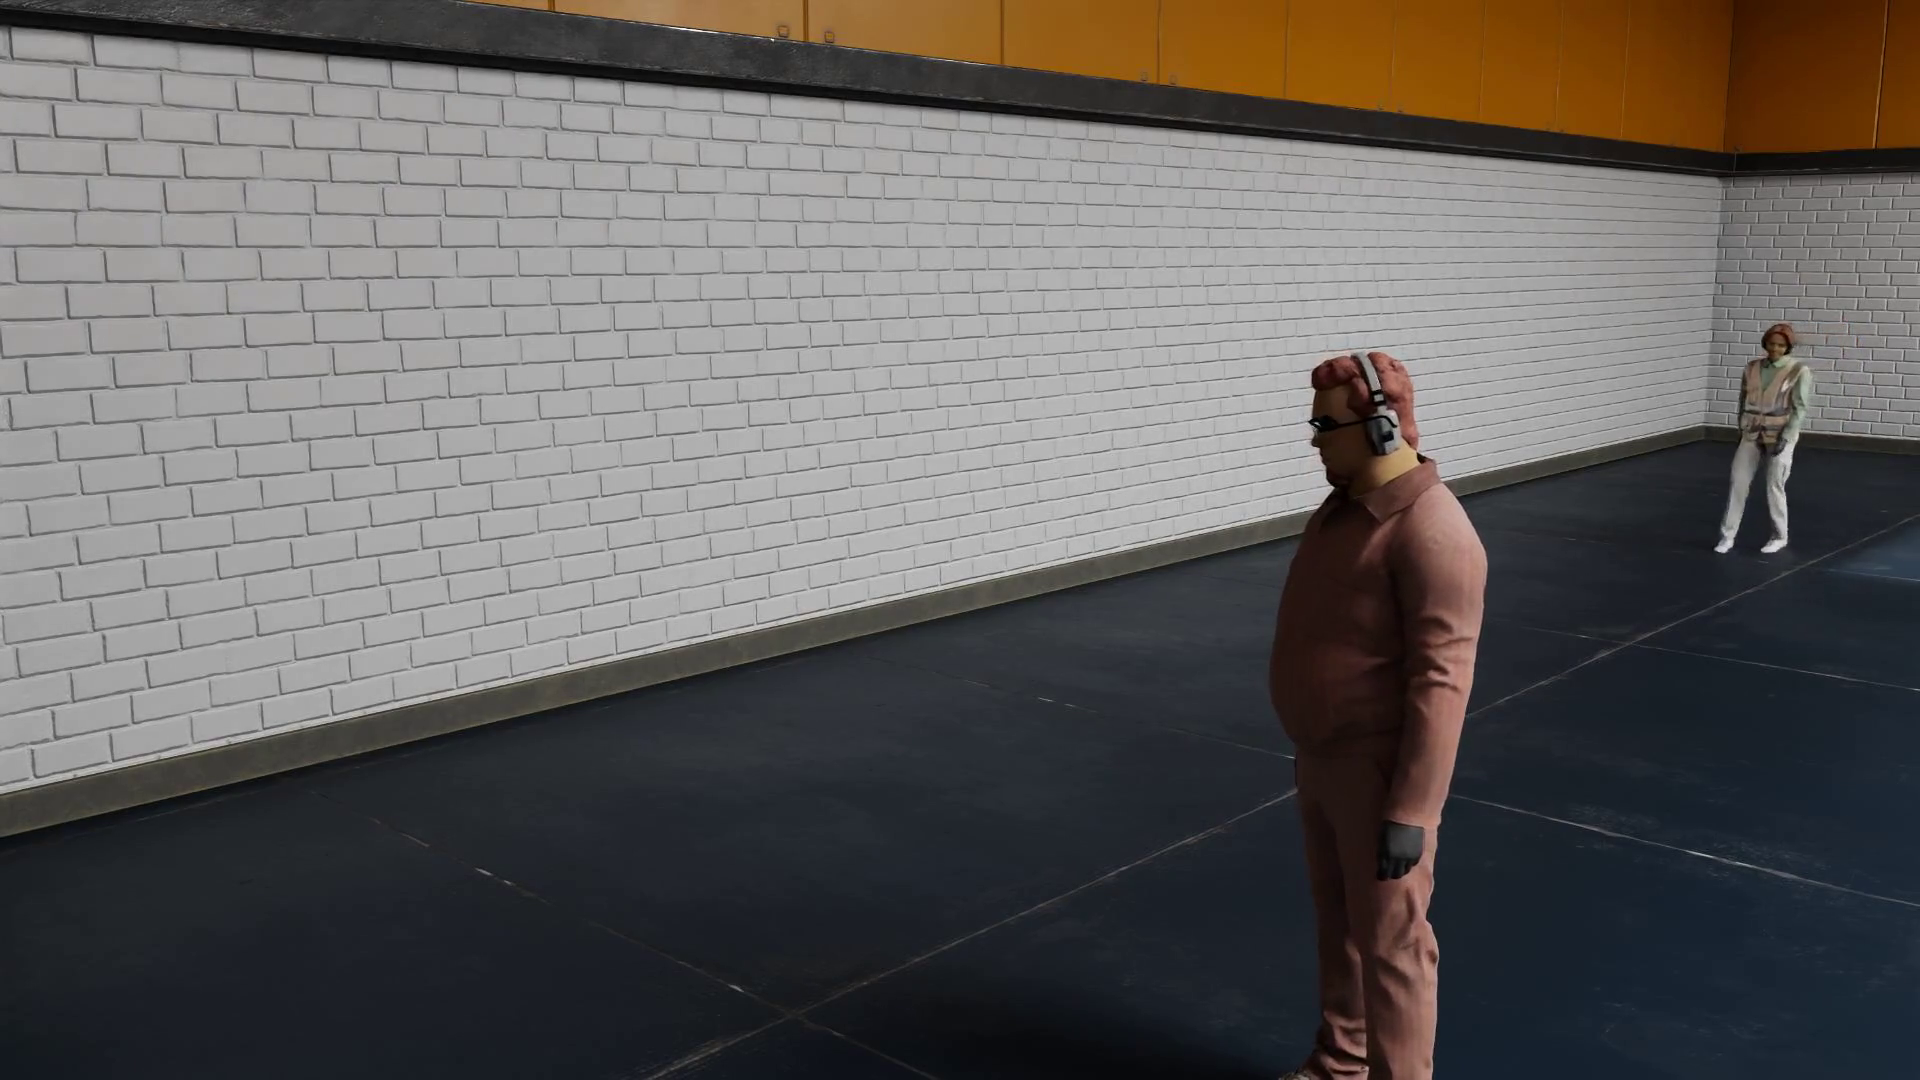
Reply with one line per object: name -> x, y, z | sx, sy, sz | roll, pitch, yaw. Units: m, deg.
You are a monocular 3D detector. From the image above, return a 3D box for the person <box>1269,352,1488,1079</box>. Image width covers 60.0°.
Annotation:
person -> 0.904, 0.523, 3.809 | 0.404, 1.902, 0.636 | -1, 10, -8

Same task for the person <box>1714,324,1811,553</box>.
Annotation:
person -> 5.619, -0.688, 11.519 | 0.542, 1.614, 0.536 | -7, 12, -33
